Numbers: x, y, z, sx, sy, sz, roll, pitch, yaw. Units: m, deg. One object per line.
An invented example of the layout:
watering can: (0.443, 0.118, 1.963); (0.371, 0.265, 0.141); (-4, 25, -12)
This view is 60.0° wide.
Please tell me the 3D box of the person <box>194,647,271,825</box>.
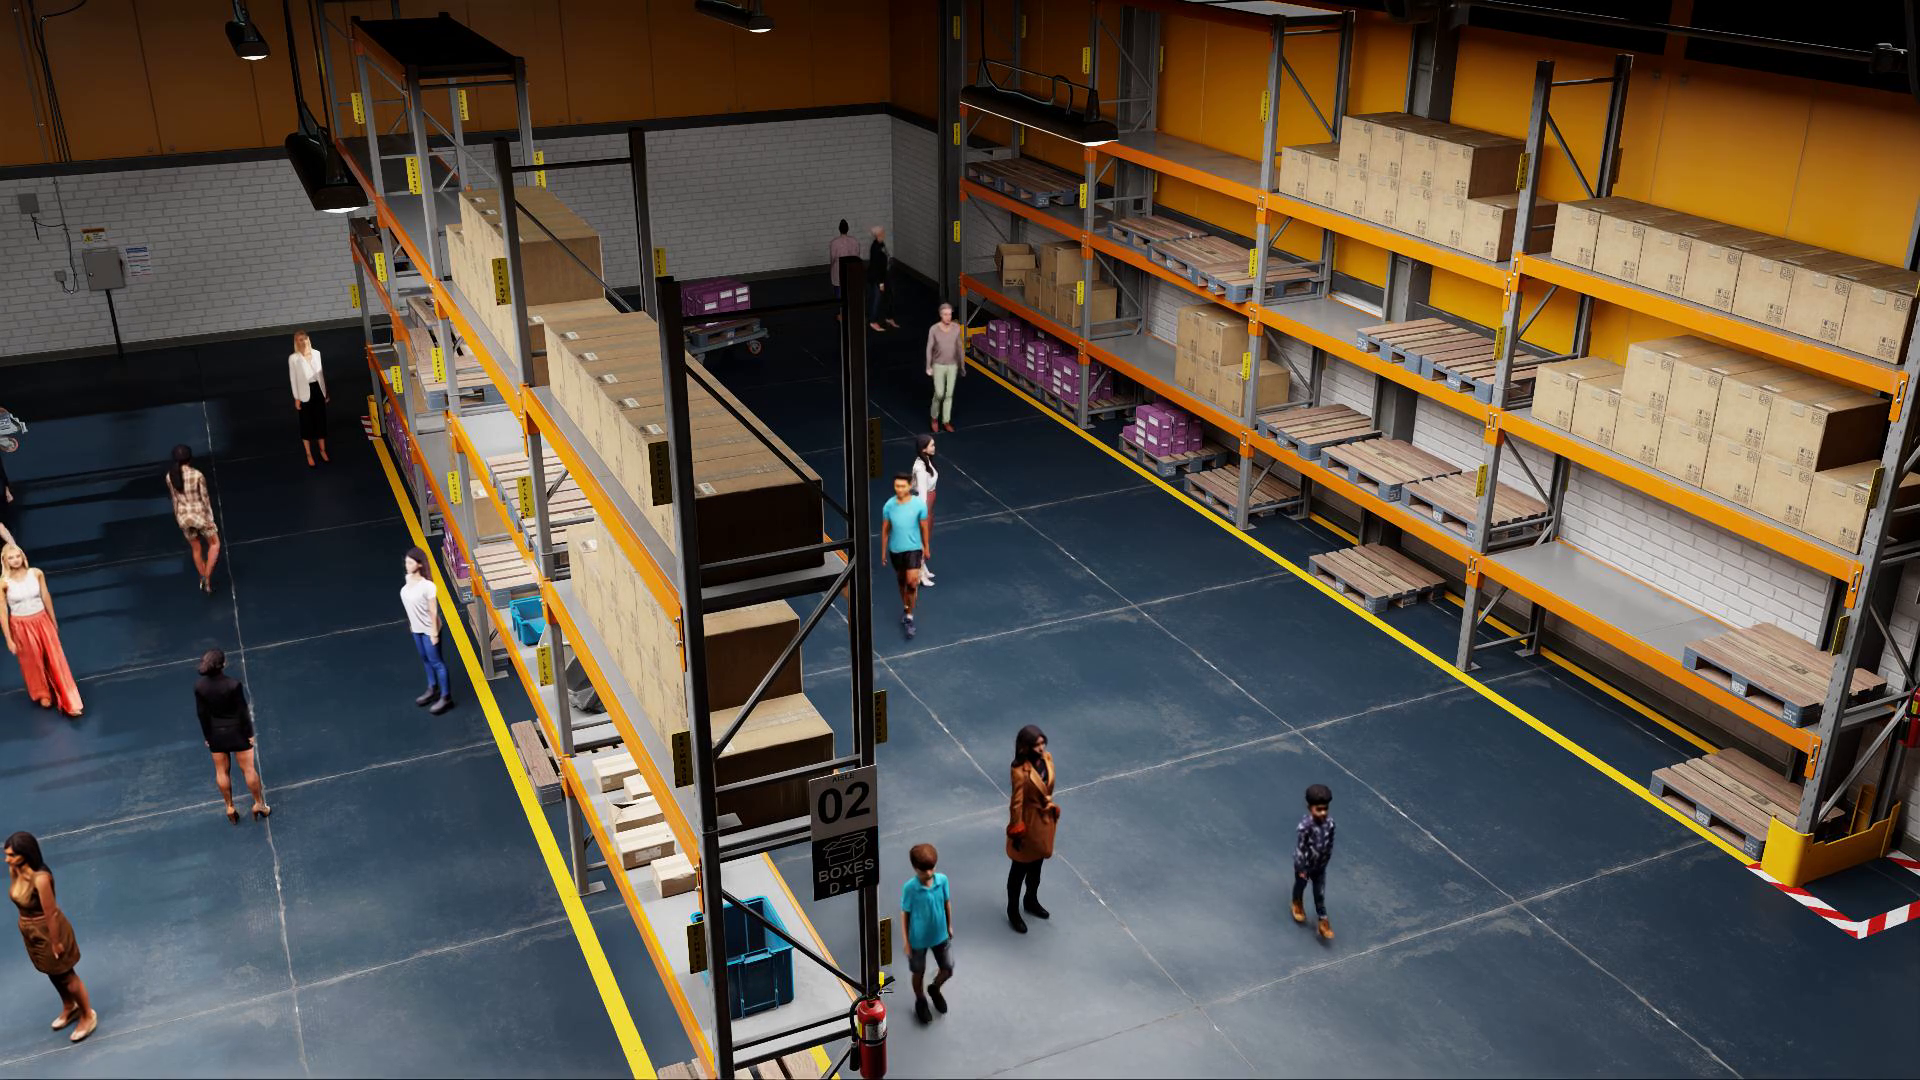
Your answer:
person: (-6.175, 1.657, 14.065); (0.642, 1.639, 0.694); (-2, 24, -6)

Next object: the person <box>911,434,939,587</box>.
person: (-0.394, -0.345, 18.506); (0.732, 1.750, 0.617); (2, 24, 5)

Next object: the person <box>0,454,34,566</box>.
person: (-10.884, -0.436, 18.775); (1.210, 1.702, 0.992); (14, 27, 28)

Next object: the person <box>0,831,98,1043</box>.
person: (-6.335, 2.738, 11.535); (0.607, 1.683, 0.701); (14, 27, 29)

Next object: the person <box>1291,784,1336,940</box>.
person: (2.683, 2.427, 12.824); (0.604, 1.221, 0.844); (-5, 24, -11)

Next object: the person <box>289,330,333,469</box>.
person: (-8.517, -1.854, 21.824); (0.667, 1.857, 0.696); (19, 30, 37)

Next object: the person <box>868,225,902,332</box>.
person: (-1.247, -4.089, 25.849); (0.914, 1.762, 0.939); (2, 24, 5)

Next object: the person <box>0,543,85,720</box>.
person: (-8.845, 0.840, 15.779); (1.279, 1.763, 0.943); (21, 31, 40)

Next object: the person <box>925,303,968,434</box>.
person: (-0.241, -2.420, 23.118); (0.692, 1.858, 0.636); (-10, 25, -21)

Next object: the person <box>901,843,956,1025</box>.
person: (-0.258, 2.747, 11.818); (0.546, 1.441, 0.523); (-10, 25, -21)

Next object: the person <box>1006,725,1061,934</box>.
person: (0.549, 2.188, 12.748); (0.720, 1.720, 0.761); (21, 31, 40)

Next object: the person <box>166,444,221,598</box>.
person: (-8.327, -0.163, 18.047); (0.712, 1.785, 0.802); (-1, 24, -3)

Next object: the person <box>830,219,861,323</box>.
person: (-1.950, -4.581, 28.205); (0.737, 1.743, 0.693); (-5, 24, -12)

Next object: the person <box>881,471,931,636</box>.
person: (-0.558, 0.072, 17.546); (0.878, 1.754, 0.960); (4, 24, 8)

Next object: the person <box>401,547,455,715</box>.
person: (-5.079, 0.846, 15.866); (0.580, 1.682, 0.723); (22, 32, 40)
